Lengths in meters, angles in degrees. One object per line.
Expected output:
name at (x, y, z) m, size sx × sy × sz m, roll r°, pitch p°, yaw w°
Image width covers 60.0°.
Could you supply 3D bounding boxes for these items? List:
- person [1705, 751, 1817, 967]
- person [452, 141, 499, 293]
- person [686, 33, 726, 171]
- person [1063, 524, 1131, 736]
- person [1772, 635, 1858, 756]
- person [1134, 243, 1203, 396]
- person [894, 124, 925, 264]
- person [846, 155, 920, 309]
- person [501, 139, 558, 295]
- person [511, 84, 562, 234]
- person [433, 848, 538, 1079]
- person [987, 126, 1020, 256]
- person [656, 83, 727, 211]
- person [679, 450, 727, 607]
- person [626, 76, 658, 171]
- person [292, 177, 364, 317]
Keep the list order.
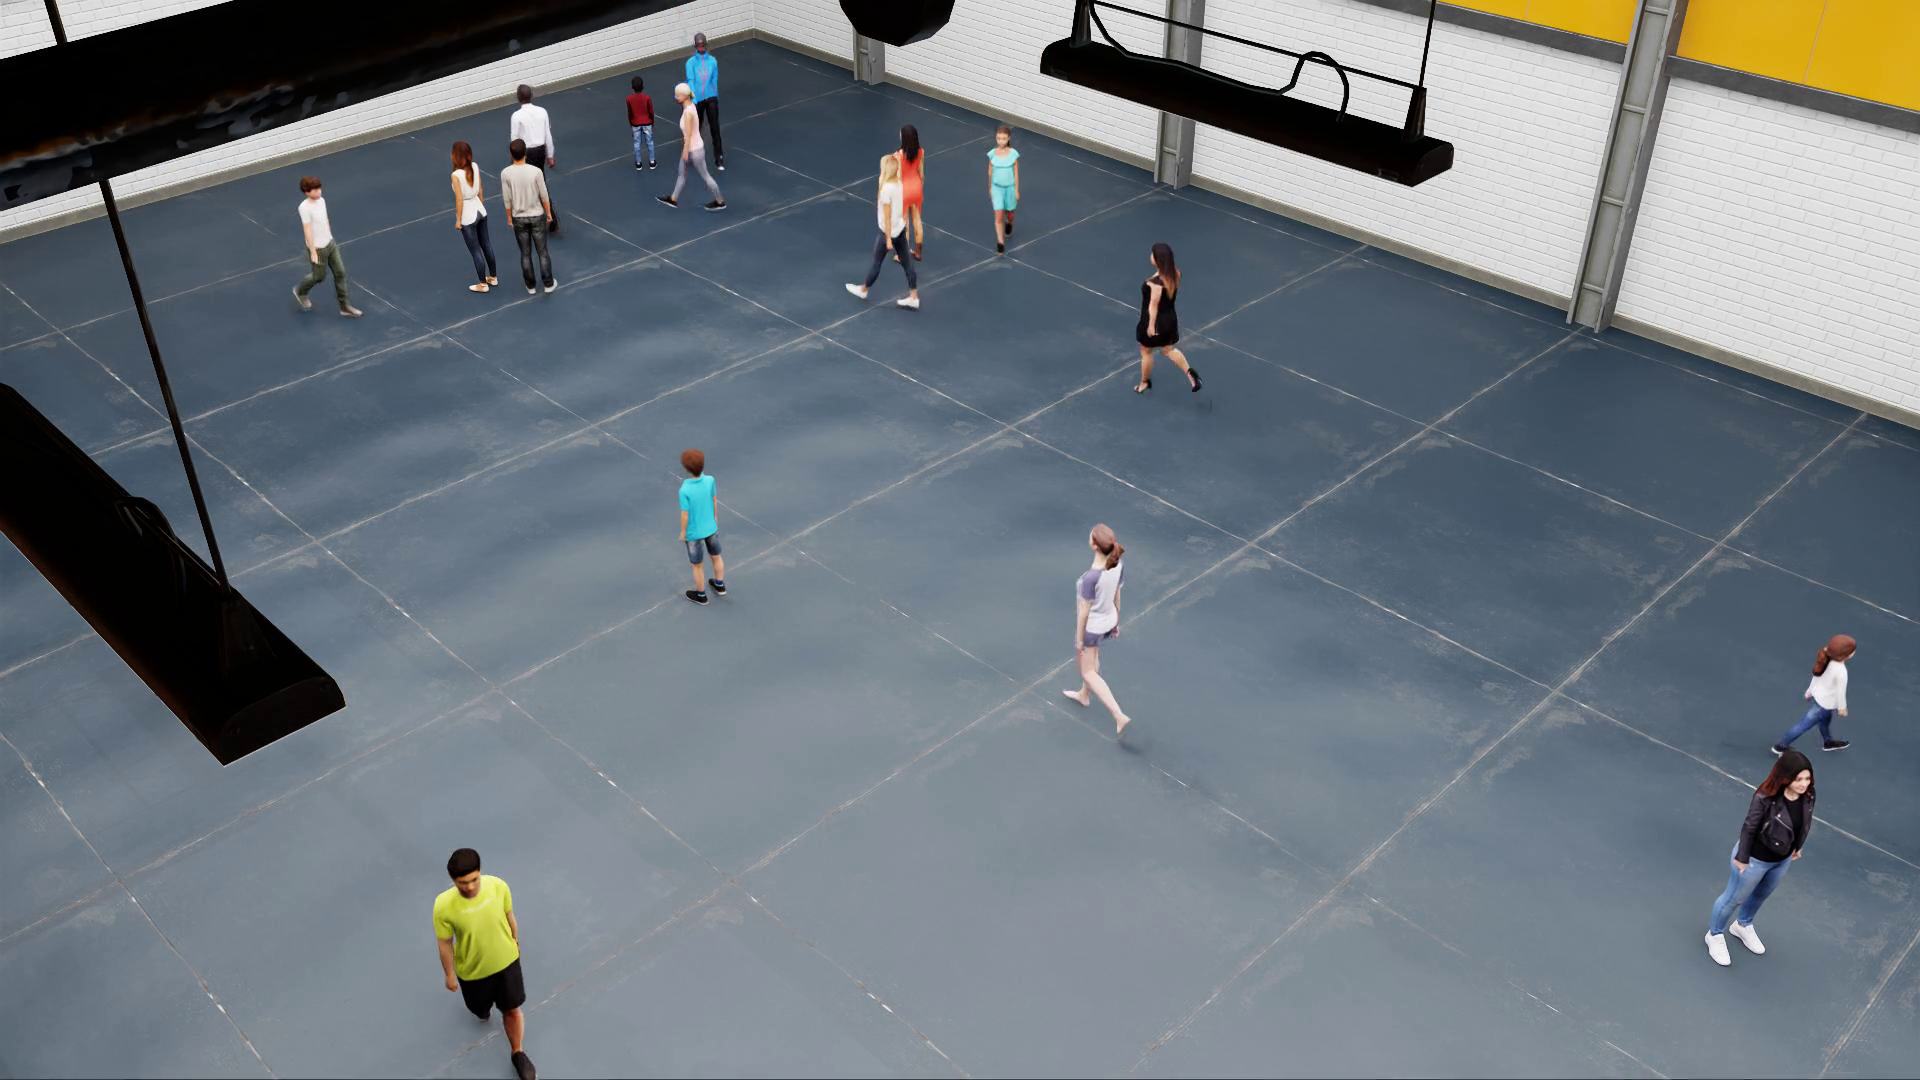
person at (5.116, 1.999, 10.581) m, size 0.719 × 1.635 × 0.712 m, roll -11°, pitch 35°, yaw -16°
person at (-5.562, -3.701, 19.021) m, size 0.626 × 1.784 × 0.657 m, roll 16°, pitch 37°, yaw 22°
person at (-3.493, -5.941, 22.418) m, size 0.958 × 1.756 × 1.259 m, roll -11°, pitch 35°, yaw -15°
person at (1.078, 0.681, 12.465) m, size 0.591 × 1.745 × 0.994 m, roll -26°, pitch 42°, yaw -34°
person at (6.348, 1.173, 12.321) m, size 0.833 × 1.086 × 0.746 m, roll 2°, pitch 34°, yaw 4°
person at (2.099, -2.163, 16.791) m, size 1.014 × 1.693 × 0.756 m, roll 21°, pitch 39°, yaw 28°
person at (-0.602, -4.090, 19.670) m, size 0.609 × 1.714 × 0.566 m, roll -23°, pitch 40°, yaw -30°
person at (-0.662, -3.404, 18.583) m, size 1.191 × 1.776 × 0.897 m, roll 14°, pitch 36°, yaw 19°
person at (-4.927, -3.688, 18.978) m, size 0.735 × 1.811 × 0.752 m, roll -5°, pitch 34°, yaw -7°
person at (-5.223, -4.656, 20.444) m, size 0.641 × 1.801 × 1.085 m, roll -28°, pitch 43°, yaw -35°
person at (-2.850, 2.434, 9.885) m, size 0.806 × 1.683 × 1.102 m, roll -18°, pitch 38°, yaw -25°
person at (0.538, -4.255, 20.069) m, size 0.908 × 1.548 × 0.921 m, roll 5°, pitch 34°, yaw 7°
person at (-3.256, -4.914, 20.944) m, size 1.066 × 1.677 × 1.090 m, roll -3°, pitch 34°, yaw -4°
person at (-2.170, -0.121, 13.939) m, size 0.511 × 1.449 × 0.472 m, roll -29°, pitch 43°, yaw -36°
person at (-4.289, -5.611, 22.375) m, size 0.576 × 1.254 × 0.617 m, roll -6°, pitch 34°, yaw -9°
person at (-7.177, -3.253, 18.491) m, size 1.155 × 1.625 × 0.930 m, roll 11°, pitch 35°, yaw 16°
